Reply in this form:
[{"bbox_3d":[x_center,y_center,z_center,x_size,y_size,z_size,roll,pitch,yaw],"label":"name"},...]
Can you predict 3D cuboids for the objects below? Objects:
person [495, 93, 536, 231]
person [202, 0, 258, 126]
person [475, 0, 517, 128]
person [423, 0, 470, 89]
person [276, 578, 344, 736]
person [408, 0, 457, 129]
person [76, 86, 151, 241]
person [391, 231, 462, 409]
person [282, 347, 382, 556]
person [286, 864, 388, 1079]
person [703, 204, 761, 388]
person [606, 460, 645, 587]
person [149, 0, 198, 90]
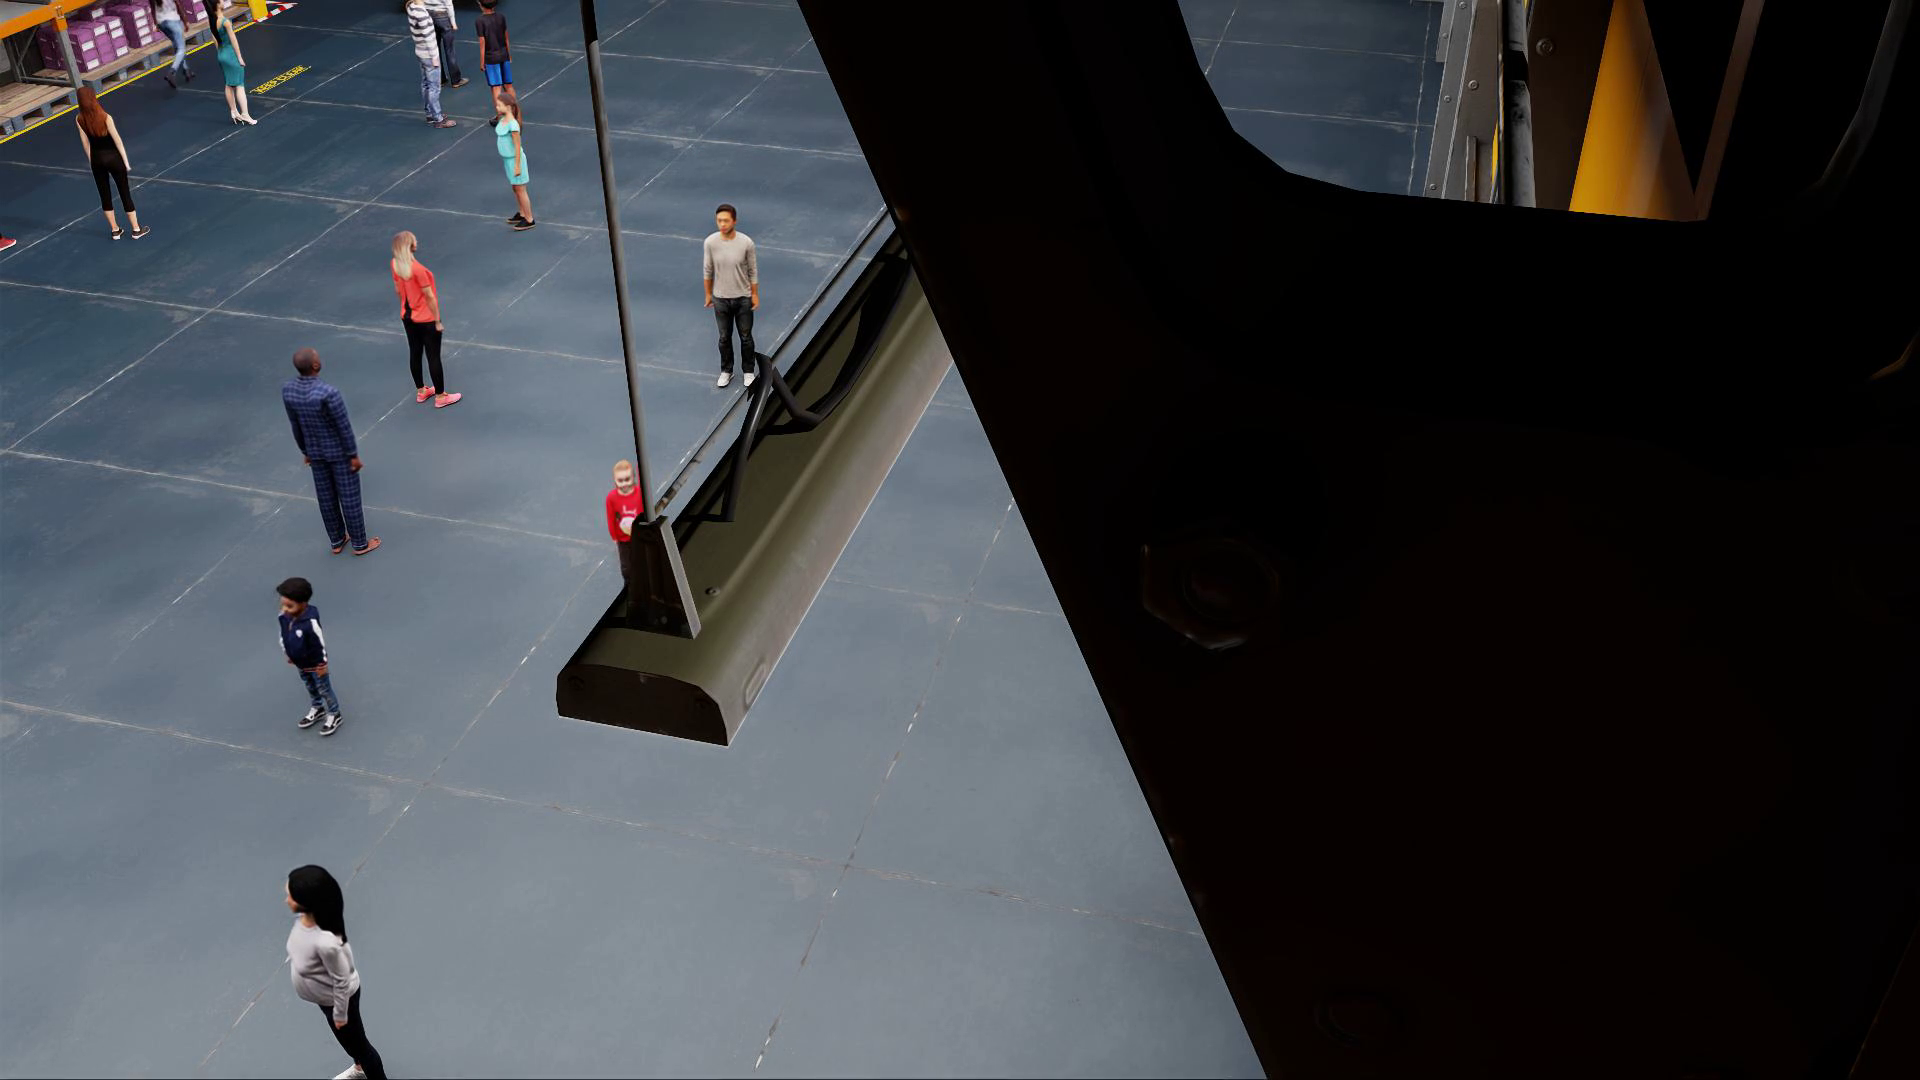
[{"bbox_3d":[-5.040,-4.292,18.799,0.705,1.558,0.644,-17,37,-24],"label":"person"},{"bbox_3d":[-9.502,-6.250,21.629,0.609,1.686,0.563,18,38,25],"label":"person"},{"bbox_3d":[-6.002,-6.244,21.519,0.769,1.798,0.666,28,43,35],"label":"person"},{"bbox_3d":[-7.177,-7.168,22.890,0.637,1.820,0.544,9,35,13],"label":"person"},{"bbox_3d":[-4.492,0.788,11.460,0.555,1.222,0.546,16,37,22],"label":"person"},{"bbox_3d":[-6.916,-6.306,21.562,0.758,1.853,0.713,-20,38,-27],"label":"person"},{"bbox_3d":[-9.495,-4.194,18.500,0.624,1.726,0.609,-3,34,-4],"label":"person"},{"bbox_3d":[-4.969,-2.037,15.285,0.653,1.693,0.623,19,38,26],"label":"person"},{"bbox_3d":[-4.996,-0.701,13.158,0.662,1.824,0.584,8,34,12],"label":"person"},{"bbox_3d":[-3.262,2.342,8.691,0.747,1.701,0.712,-24,40,-31],"label":"person"},{"bbox_3d":[-2.124,-2.297,15.570,0.712,1.811,0.625,0,34,1],"label":"person"},{"bbox_3d":[-2.502,-0.062,12.707,0.776,1.257,0.902,-12,35,-17],"label":"person"},{"bbox_3d":[-10.862,-7.044,22.814,0.674,1.697,1.053,4,34,6],"label":"person"}]
